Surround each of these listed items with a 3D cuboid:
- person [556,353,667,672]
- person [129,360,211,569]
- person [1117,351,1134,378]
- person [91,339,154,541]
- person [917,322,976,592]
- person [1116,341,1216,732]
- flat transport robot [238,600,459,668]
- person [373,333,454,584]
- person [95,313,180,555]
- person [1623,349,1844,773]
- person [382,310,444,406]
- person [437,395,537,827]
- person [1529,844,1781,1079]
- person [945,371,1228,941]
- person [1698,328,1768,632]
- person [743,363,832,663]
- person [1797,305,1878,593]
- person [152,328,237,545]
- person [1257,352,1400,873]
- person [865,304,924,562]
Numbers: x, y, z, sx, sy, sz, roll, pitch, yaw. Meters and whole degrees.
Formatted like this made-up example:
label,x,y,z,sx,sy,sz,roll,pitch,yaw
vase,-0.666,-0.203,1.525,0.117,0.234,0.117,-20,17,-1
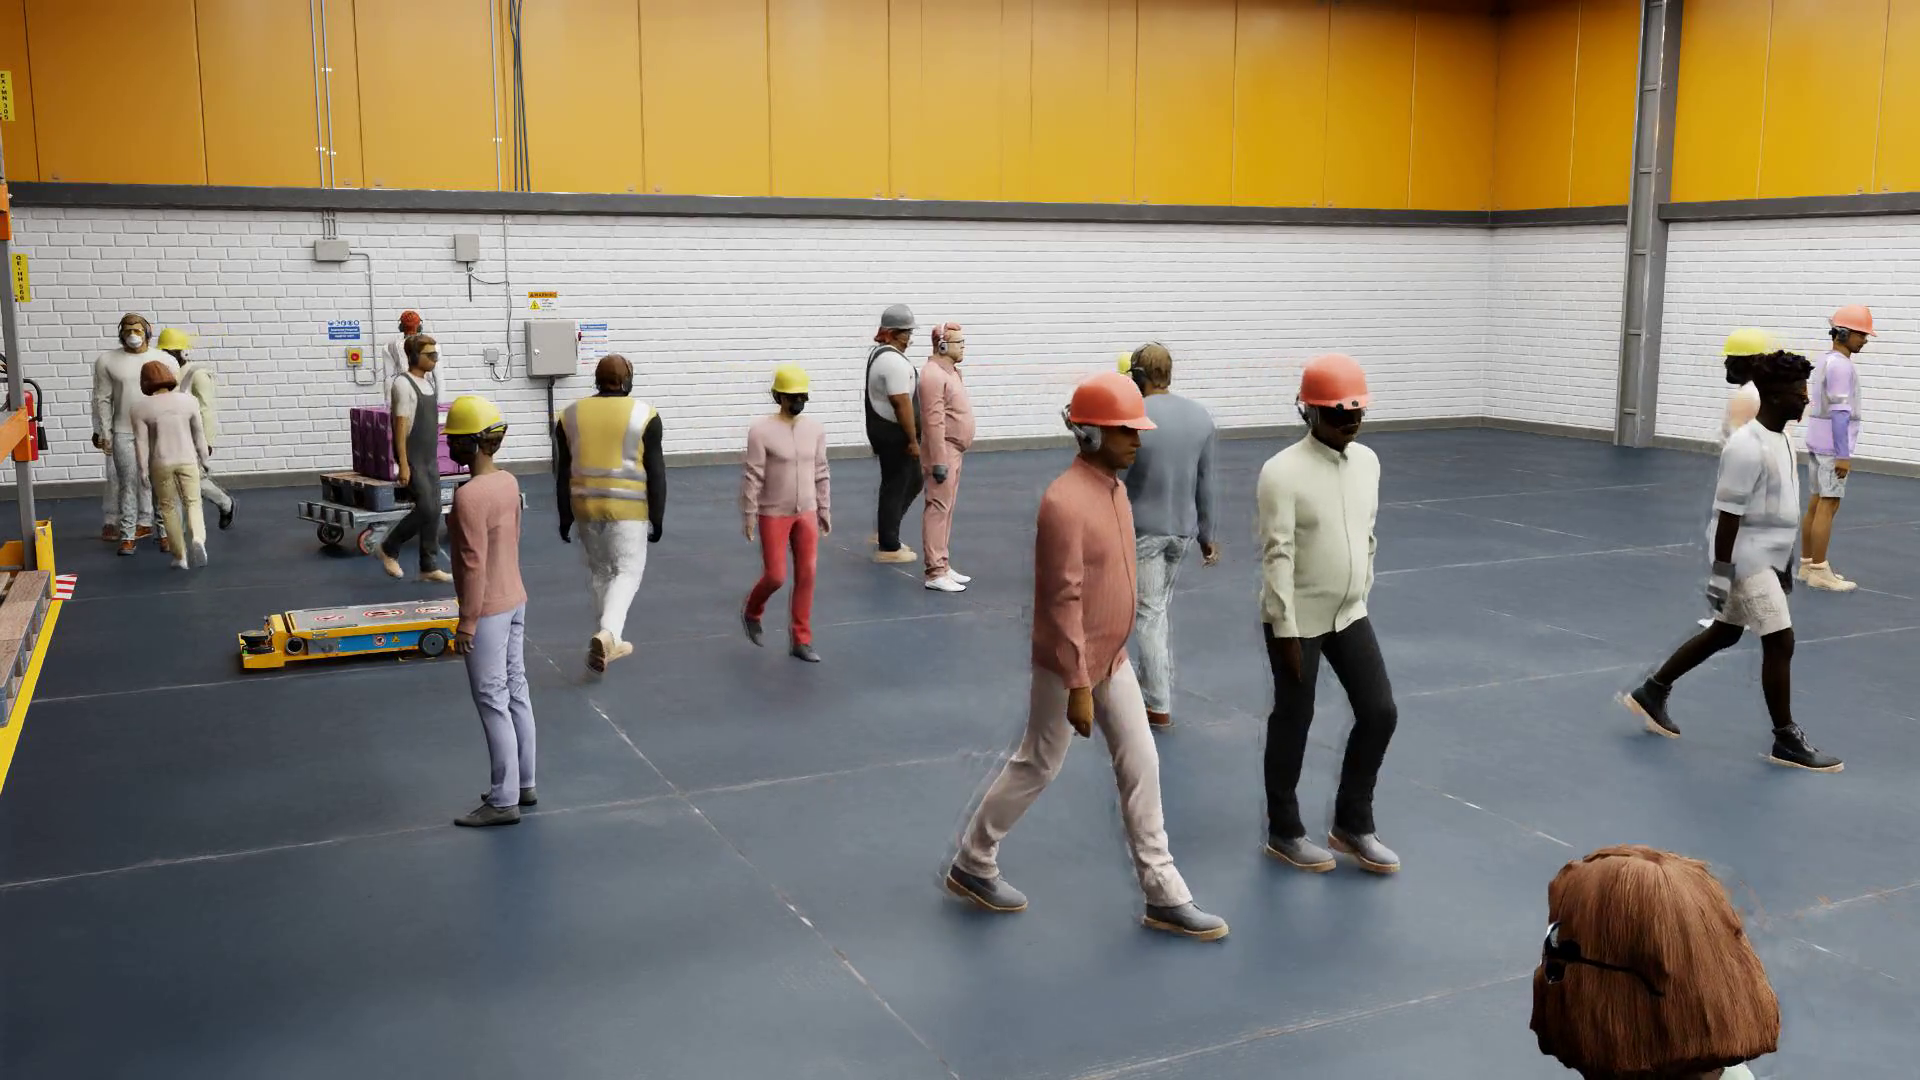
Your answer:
label,x,y,z,sx,sy,sz,roll,pitch,yaw
person,-2.004,-0.146,9.428,0.642,1.811,0.750,2,9,10
person,-5.897,-0.546,12.493,0.547,1.607,0.622,-6,11,-33
person,1.176,-0.482,11.835,0.499,1.714,0.842,2,9,12
person,-7.019,-0.916,14.081,0.617,1.869,0.430,-3,10,-19
person,-0.090,-0.597,11.902,0.405,1.910,0.636,1,9,8
person,0.899,-0.034,8.371,0.659,1.914,0.746,-5,11,-30
flat transport robot,-3.517,0.539,9.916,1.431,0.197,0.652,-4,10,-25
person,-3.931,-0.569,11.969,0.478,1.828,0.540,1,9,9
person,-6.584,-0.852,13.384,0.627,1.940,0.370,-4,10,-24
person,3.632,0.063,7.775,0.989,1.926,0.624,7,12,38
person,-5.451,-1.341,16.626,0.583,1.885,0.387,-4,10,-22
person,-1.957,0.290,6.834,0.322,1.767,0.533,1,9,5
person,0.724,1.139,2.049,0.816,1.595,0.529,8,12,42
person,0.388,0.392,5.691,1.014,1.945,0.650,5,10,26
person,4.883,-0.368,10.438,0.416,1.915,0.609,7,11,36
person,-1.028,-0.161,9.677,0.557,1.746,0.527,-7,12,-37
person,6.248,-0.651,11.849,0.392,2.033,0.605,3,10,15
person,-6.484,-0.883,13.982,0.611,1.809,0.706,4,10,23
person,1.368,0.298,6.133,0.639,1.970,0.638,-6,11,-33
person,-0.461,-0.829,12.929,0.536,2.000,0.694,-1,9,-9
